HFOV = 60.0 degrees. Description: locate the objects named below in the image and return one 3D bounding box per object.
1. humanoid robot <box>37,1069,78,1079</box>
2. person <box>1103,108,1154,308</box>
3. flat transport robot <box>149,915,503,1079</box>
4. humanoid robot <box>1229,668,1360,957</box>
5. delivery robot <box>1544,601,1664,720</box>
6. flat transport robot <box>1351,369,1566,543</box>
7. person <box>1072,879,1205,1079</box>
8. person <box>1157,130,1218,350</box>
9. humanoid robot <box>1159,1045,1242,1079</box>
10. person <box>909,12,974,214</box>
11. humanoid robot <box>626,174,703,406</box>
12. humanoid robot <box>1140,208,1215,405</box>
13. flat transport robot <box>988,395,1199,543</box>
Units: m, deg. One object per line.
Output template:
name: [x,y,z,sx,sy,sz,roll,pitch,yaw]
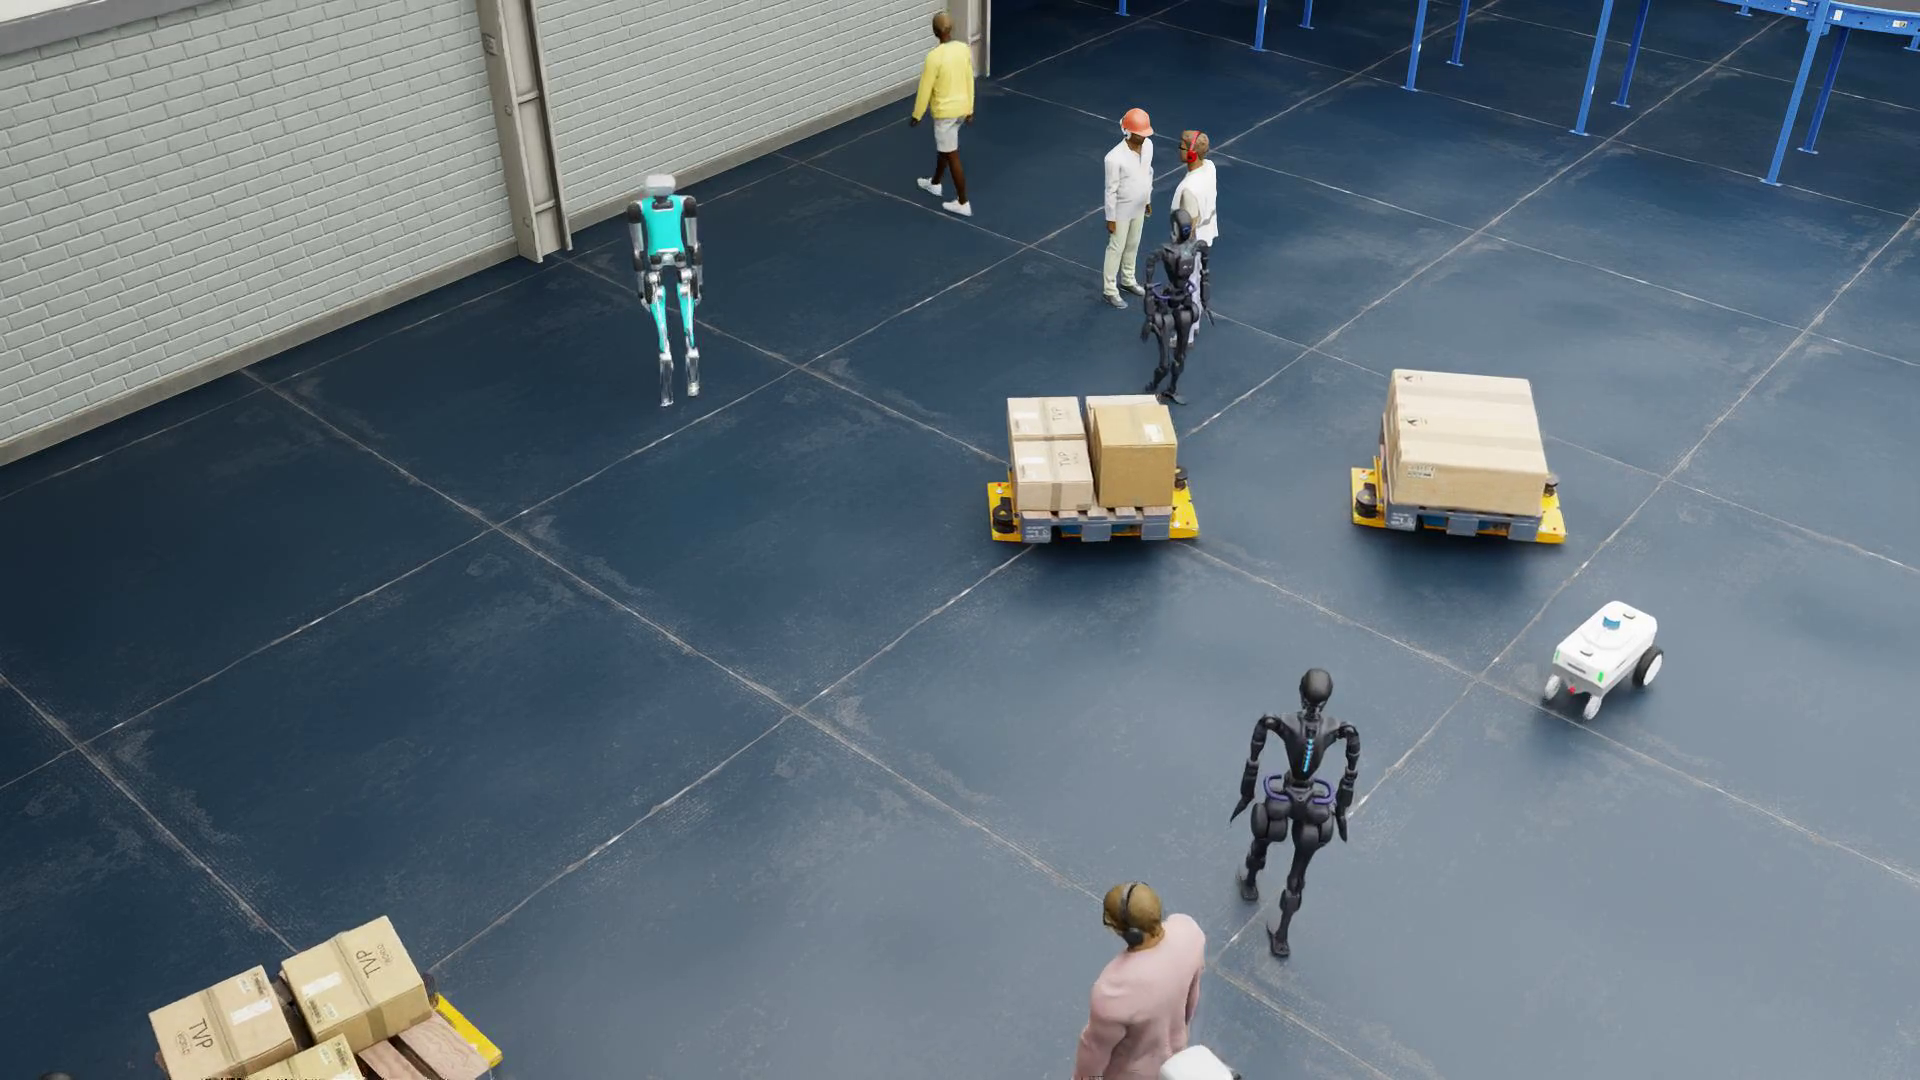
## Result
humanoid robot: [-3.280,2.588,6.545,0.584,1.641,0.366,7,36,10]
person: [1.443,-2.816,14.069,0.346,1.745,0.562,28,44,33]
flat transport robot: [-2.907,2.628,7.698,0.659,0.231,1.431,27,44,33]
humanoid robot: [1.663,1.315,8.340,0.589,1.635,0.619,3,36,4]
delivery robot: [3.938,0.684,10.169,0.767,0.581,0.499,-29,45,-34]
flat transport robot: [3.518,-0.289,11.794,1.431,0.231,0.659,5,36,8]
person: [0.803,2.177,6.927,0.682,1.909,0.659,26,43,31]
person: [1.866,-2.407,13.407,0.388,1.847,0.564,13,37,17]
humanoid robot: [0.992,2.770,6.304,0.572,1.860,0.802,-28,44,-33]
person: [-0.198,-4.053,15.701,0.905,1.863,0.561,26,43,32]
humanoid robot: [-2.174,-1.833,12.723,0.542,1.807,0.792,-11,37,-16]
humanoid robot: [1.651,-1.759,12.644,0.601,1.650,0.331,-14,38,-19]
flat transport robot: [0.927,-0.257,11.748,1.431,0.231,0.659,-1,35,-2]
